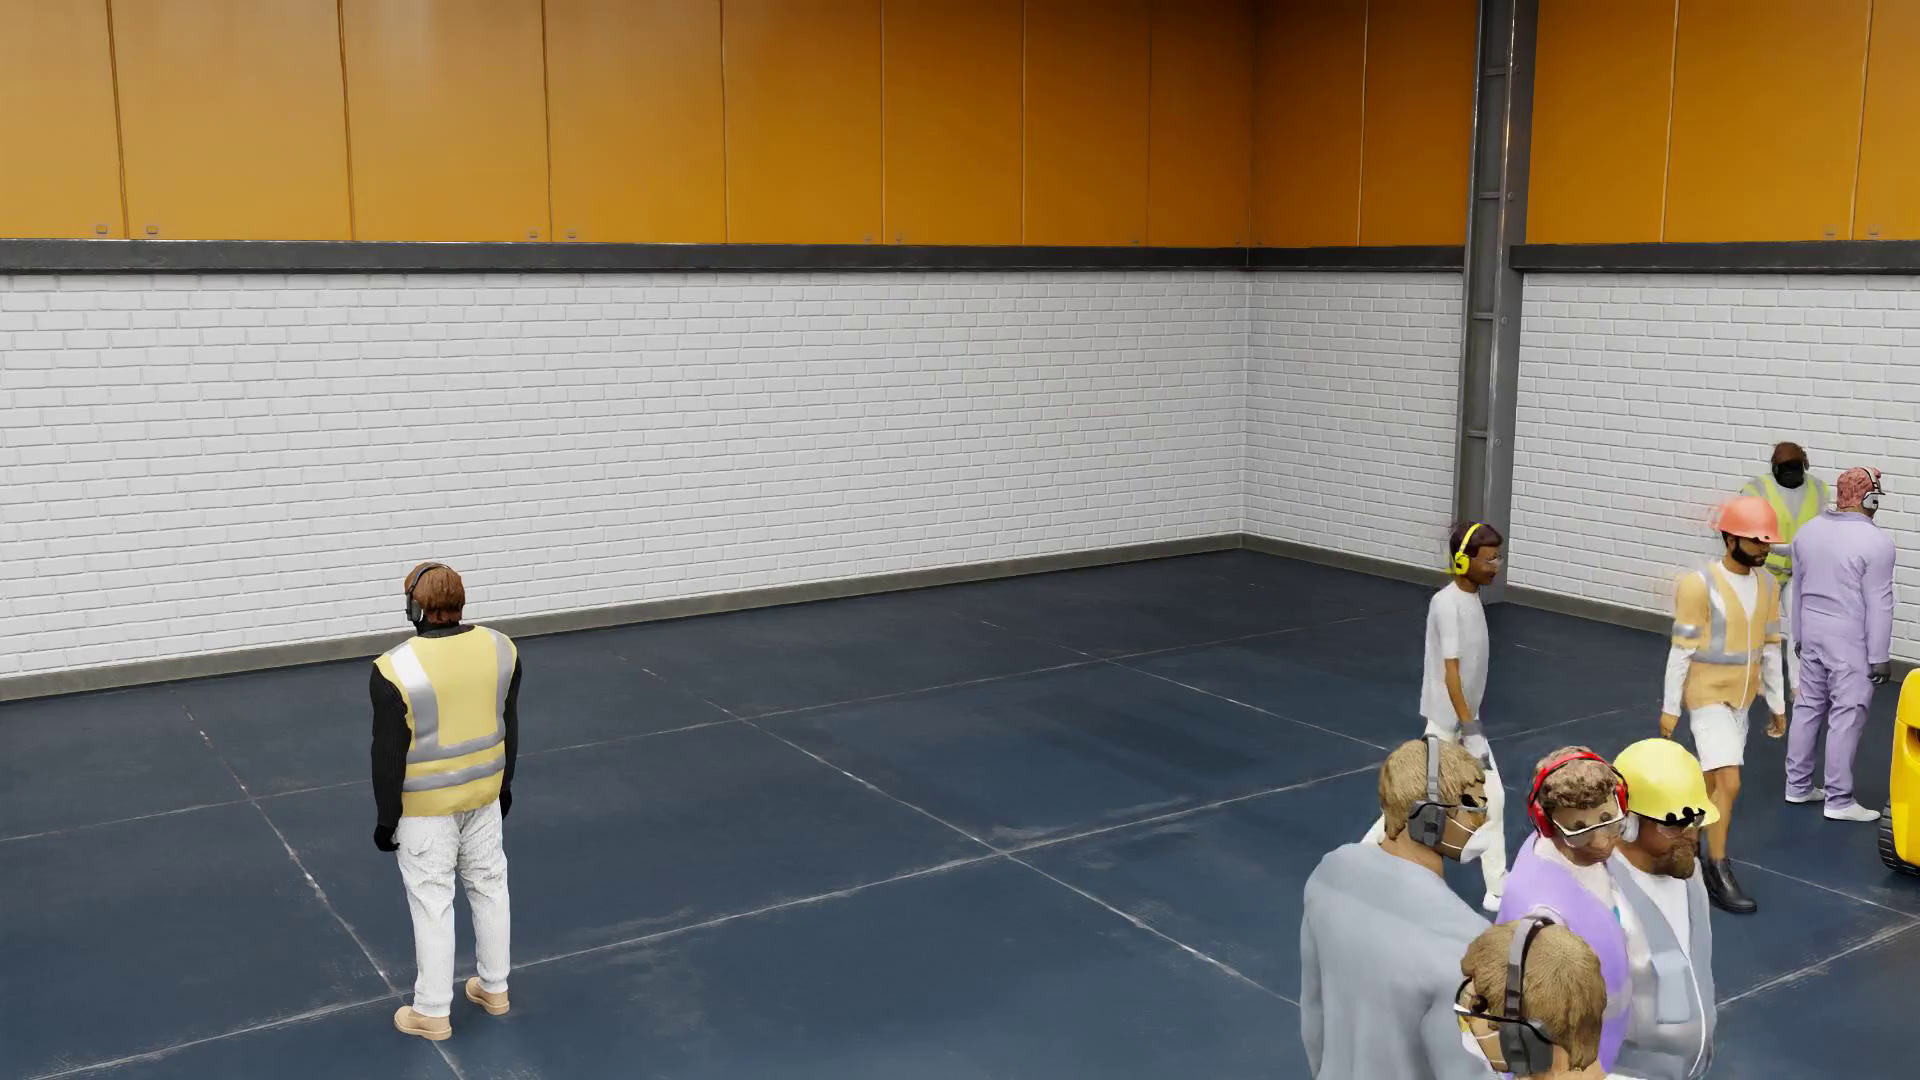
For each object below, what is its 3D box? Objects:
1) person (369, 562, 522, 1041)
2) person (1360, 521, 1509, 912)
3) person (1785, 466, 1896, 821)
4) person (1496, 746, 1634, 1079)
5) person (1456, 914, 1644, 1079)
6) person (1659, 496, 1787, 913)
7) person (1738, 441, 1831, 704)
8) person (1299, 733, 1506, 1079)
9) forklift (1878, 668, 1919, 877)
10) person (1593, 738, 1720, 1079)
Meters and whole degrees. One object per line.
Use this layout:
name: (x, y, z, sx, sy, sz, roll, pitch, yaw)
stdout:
person: (-1.990, 0.994, 6.418, 0.429, 1.844, 0.627, 8, 12, 38)
person: (2.218, 0.812, 7.595, 0.917, 1.833, 0.515, 7, 12, 36)
person: (4.747, 0.550, 8.932, 0.399, 1.900, 0.645, -2, 10, -13)
person: (1.567, 1.380, 4.208, 0.521, 1.819, 0.598, 4, 10, 25)
person: (1.019, 1.568, 2.759, 0.652, 1.915, 0.636, -4, 10, -23)
person: (3.595, 0.749, 7.678, 0.575, 1.907, 0.751, -4, 10, -24)
person: (5.532, 0.224, 11.196, 0.650, 1.795, 0.805, 1, 9, 5)
person: (0.994, 1.385, 3.778, 0.376, 1.937, 0.629, -3, 10, -20)
forklift: (5.511, 0.571, 7.906, 2.313, 2.155, 1.214, -6, 11, -33)
person: (1.701, 1.361, 4.399, 0.592, 1.789, 0.939, -7, 12, -35)
